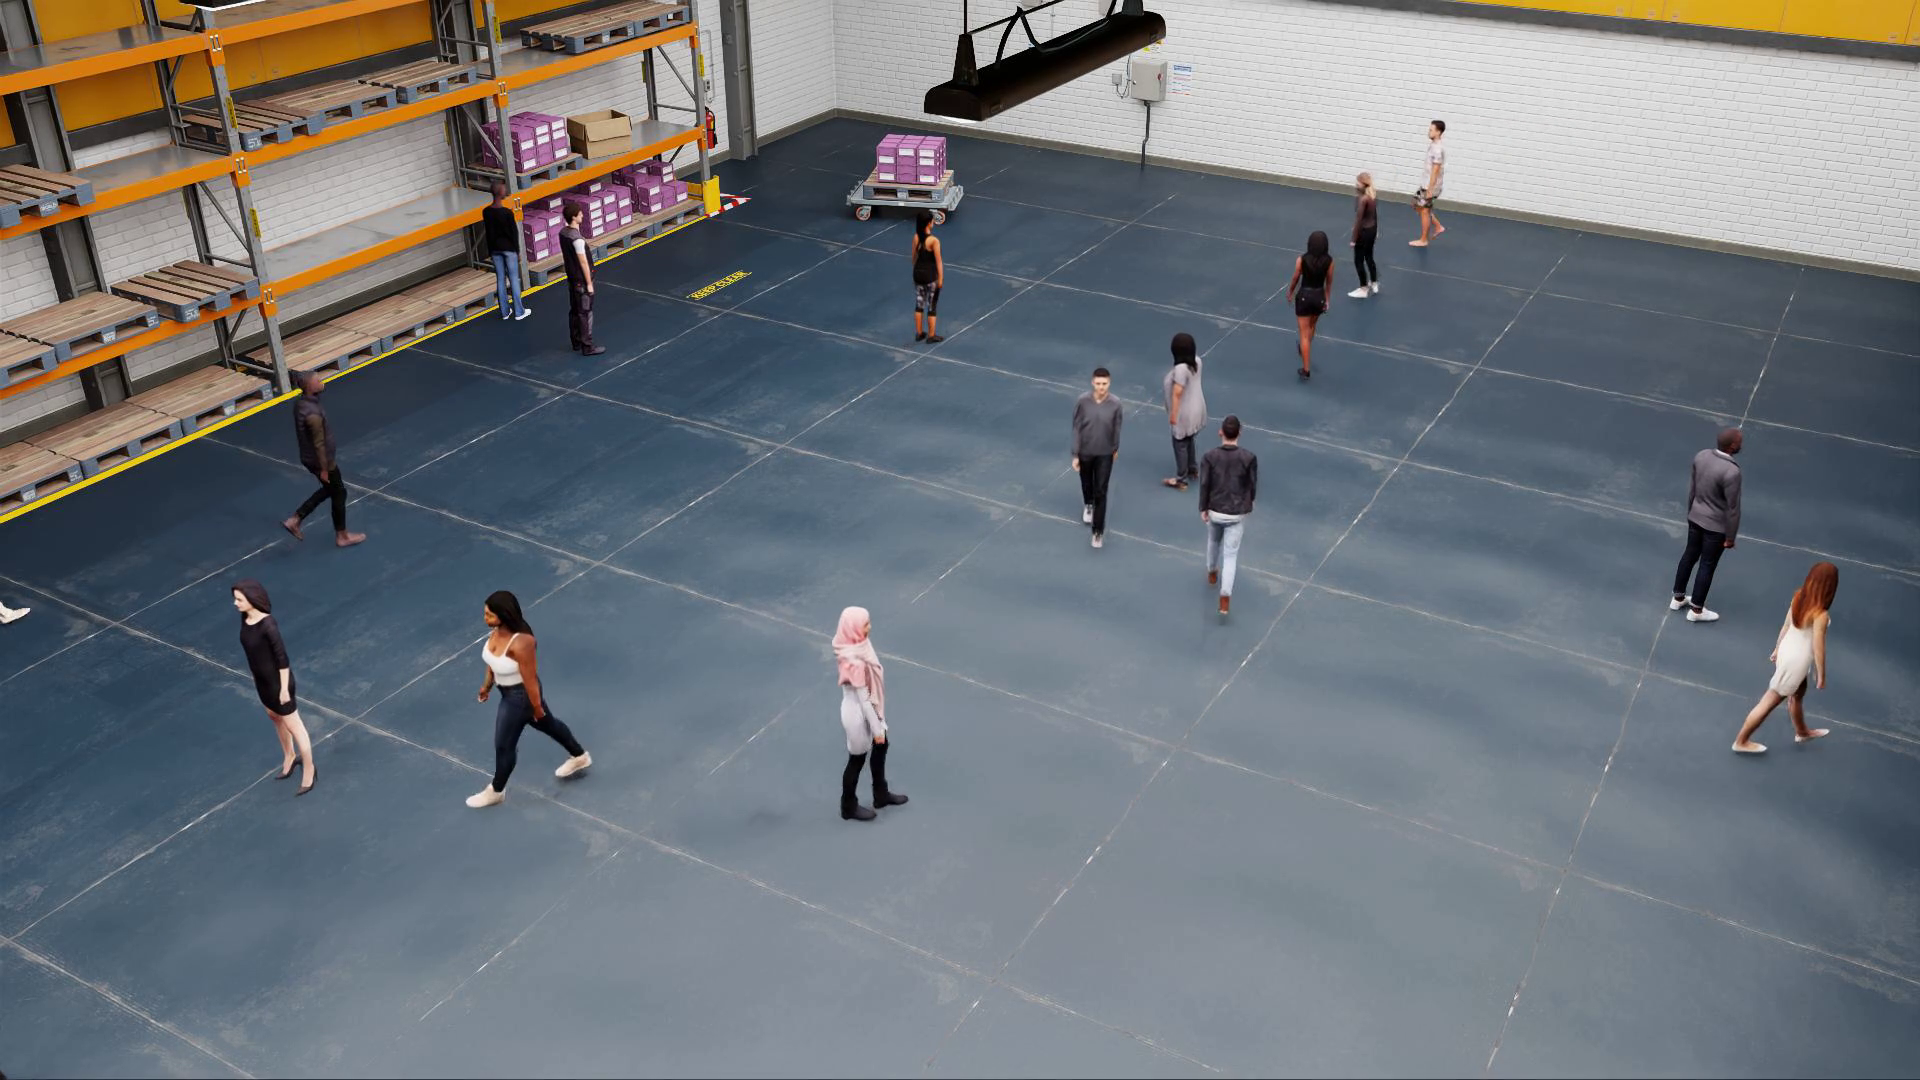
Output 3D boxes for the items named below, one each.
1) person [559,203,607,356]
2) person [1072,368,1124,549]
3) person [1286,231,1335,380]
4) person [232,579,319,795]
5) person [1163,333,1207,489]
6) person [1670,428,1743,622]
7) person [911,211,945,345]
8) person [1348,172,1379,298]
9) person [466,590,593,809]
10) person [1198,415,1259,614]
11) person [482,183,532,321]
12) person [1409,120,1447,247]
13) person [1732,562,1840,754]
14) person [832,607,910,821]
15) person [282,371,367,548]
[{"bbox_3d":[-4.595,-3.150,20.034,0.720,1.848,0.745,-20,34,-32],"label":"person"},{"bbox_3d":[1.289,-0.865,15.977,0.909,1.719,1.212,4,29,6],"label":"person"},{"bbox_3d":[4.105,-2.704,19.373,1.032,1.696,1.185,-4,29,-7],"label":"person"},{"bbox_3d":[-5.081,1.073,12.336,0.629,1.804,0.573,24,37,37],"label":"person"},{"bbox_3d":[2.307,-1.337,16.968,0.674,1.599,0.579,17,33,29],"label":"person"},{"bbox_3d":[6.552,-0.148,14.561,0.847,1.818,0.798,-8,30,-15],"label":"person"},{"bbox_3d":[-0.414,-3.237,20.381,0.610,1.666,0.541,20,35,32],"label":"person"},{"bbox_3d":[5.347,-3.986,21.748,0.551,1.673,0.864,-25,37,-38],"label":"person"},{"bbox_3d":[-3.142,1.126,12.295,1.282,1.752,1.077,-14,32,-24],"label":"person"},{"bbox_3d":[2.364,-0.203,14.667,0.901,1.812,1.225,6,29,10],"label":"person"},{"bbox_3d":[-5.779,-3.654,21.063,0.654,1.746,0.634,6,29,11],"label":"person"},{"bbox_3d":[6.753,-5.040,23.547,0.866,1.800,0.794,5,29,9],"label":"person"},{"bbox_3d":[6.286,0.935,12.724,0.963,1.676,1.046,0,29,0],"label":"person"},{"bbox_3d":[-0.796,1.281,11.965,0.892,1.794,0.842,-1,29,-3],"label":"person"},{"bbox_3d":[-6.090,-0.728,15.622,1.089,1.820,0.963,-16,32,-26],"label":"person"}]
